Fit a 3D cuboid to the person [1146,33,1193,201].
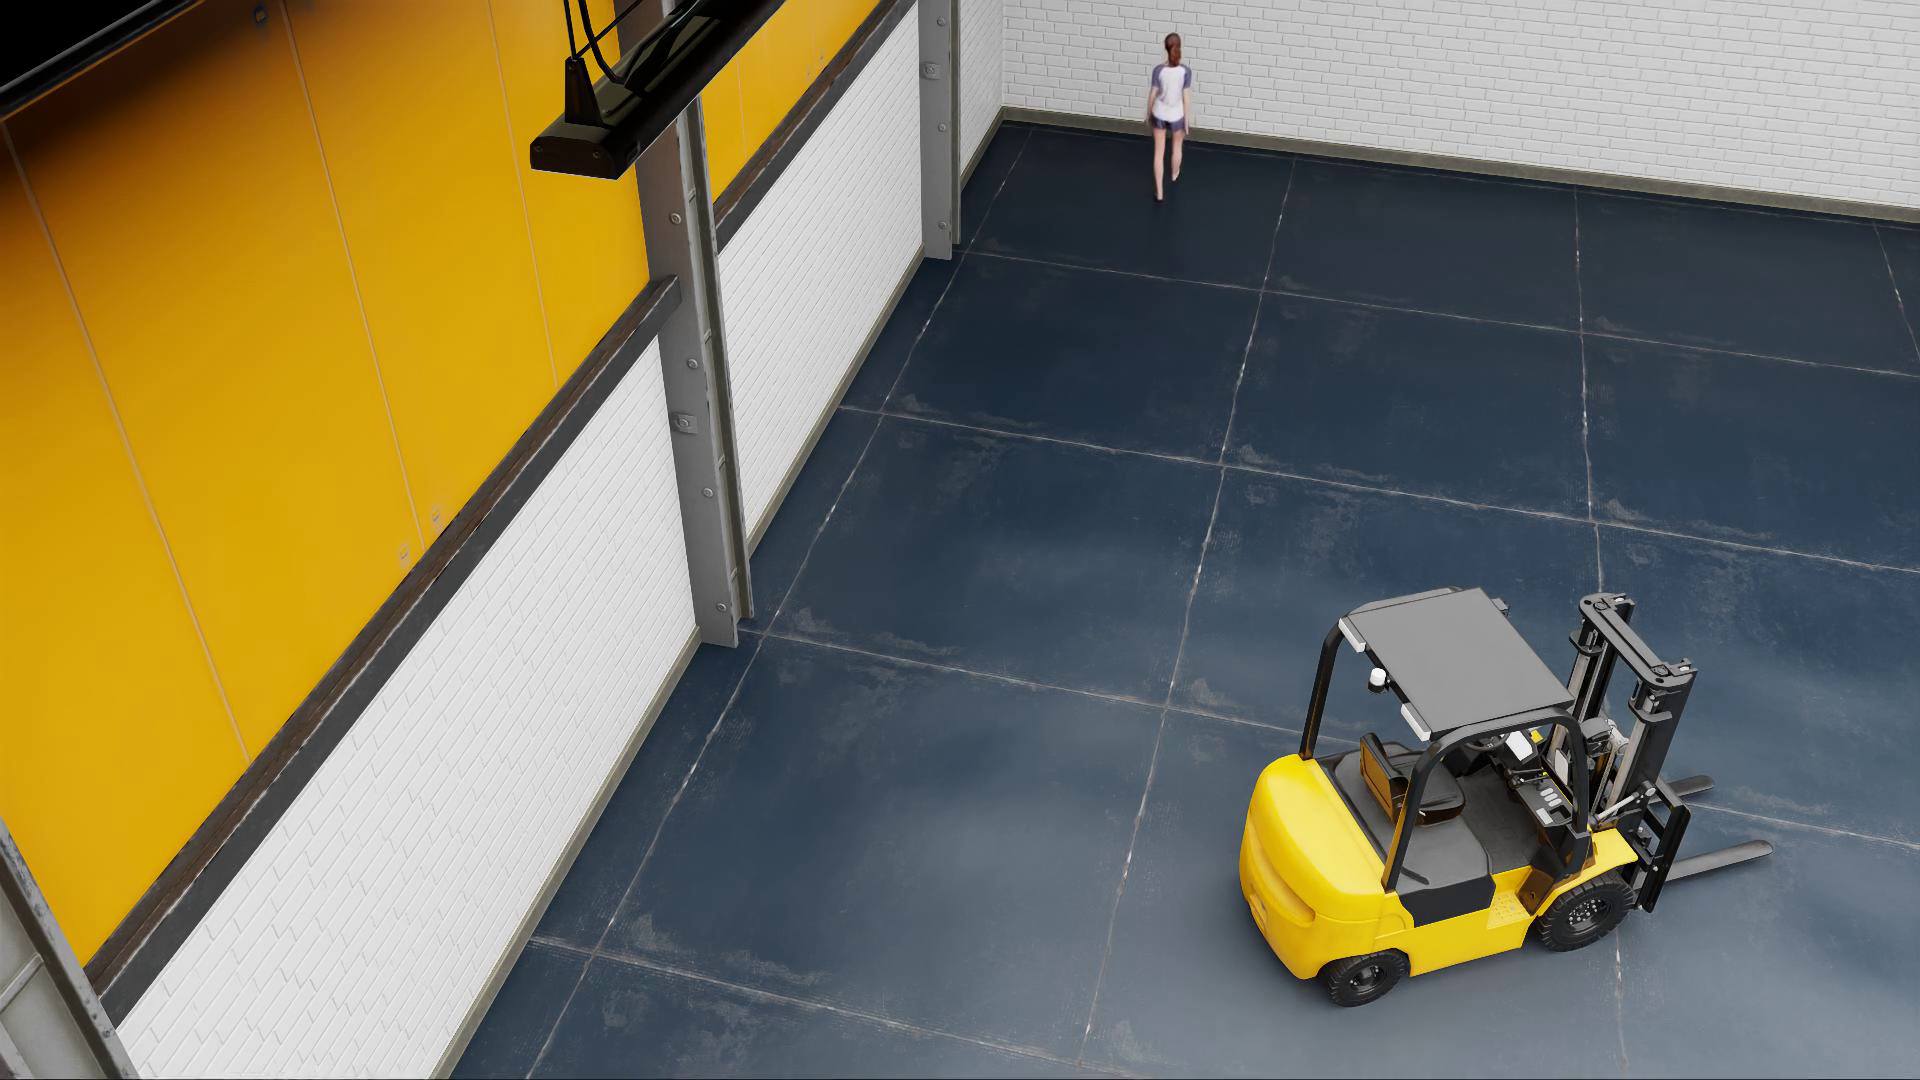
[{"bbox_3d":[2.159,-4.359,17.279,0.684,1.748,0.951,5,39,6],"label":"person"}]
